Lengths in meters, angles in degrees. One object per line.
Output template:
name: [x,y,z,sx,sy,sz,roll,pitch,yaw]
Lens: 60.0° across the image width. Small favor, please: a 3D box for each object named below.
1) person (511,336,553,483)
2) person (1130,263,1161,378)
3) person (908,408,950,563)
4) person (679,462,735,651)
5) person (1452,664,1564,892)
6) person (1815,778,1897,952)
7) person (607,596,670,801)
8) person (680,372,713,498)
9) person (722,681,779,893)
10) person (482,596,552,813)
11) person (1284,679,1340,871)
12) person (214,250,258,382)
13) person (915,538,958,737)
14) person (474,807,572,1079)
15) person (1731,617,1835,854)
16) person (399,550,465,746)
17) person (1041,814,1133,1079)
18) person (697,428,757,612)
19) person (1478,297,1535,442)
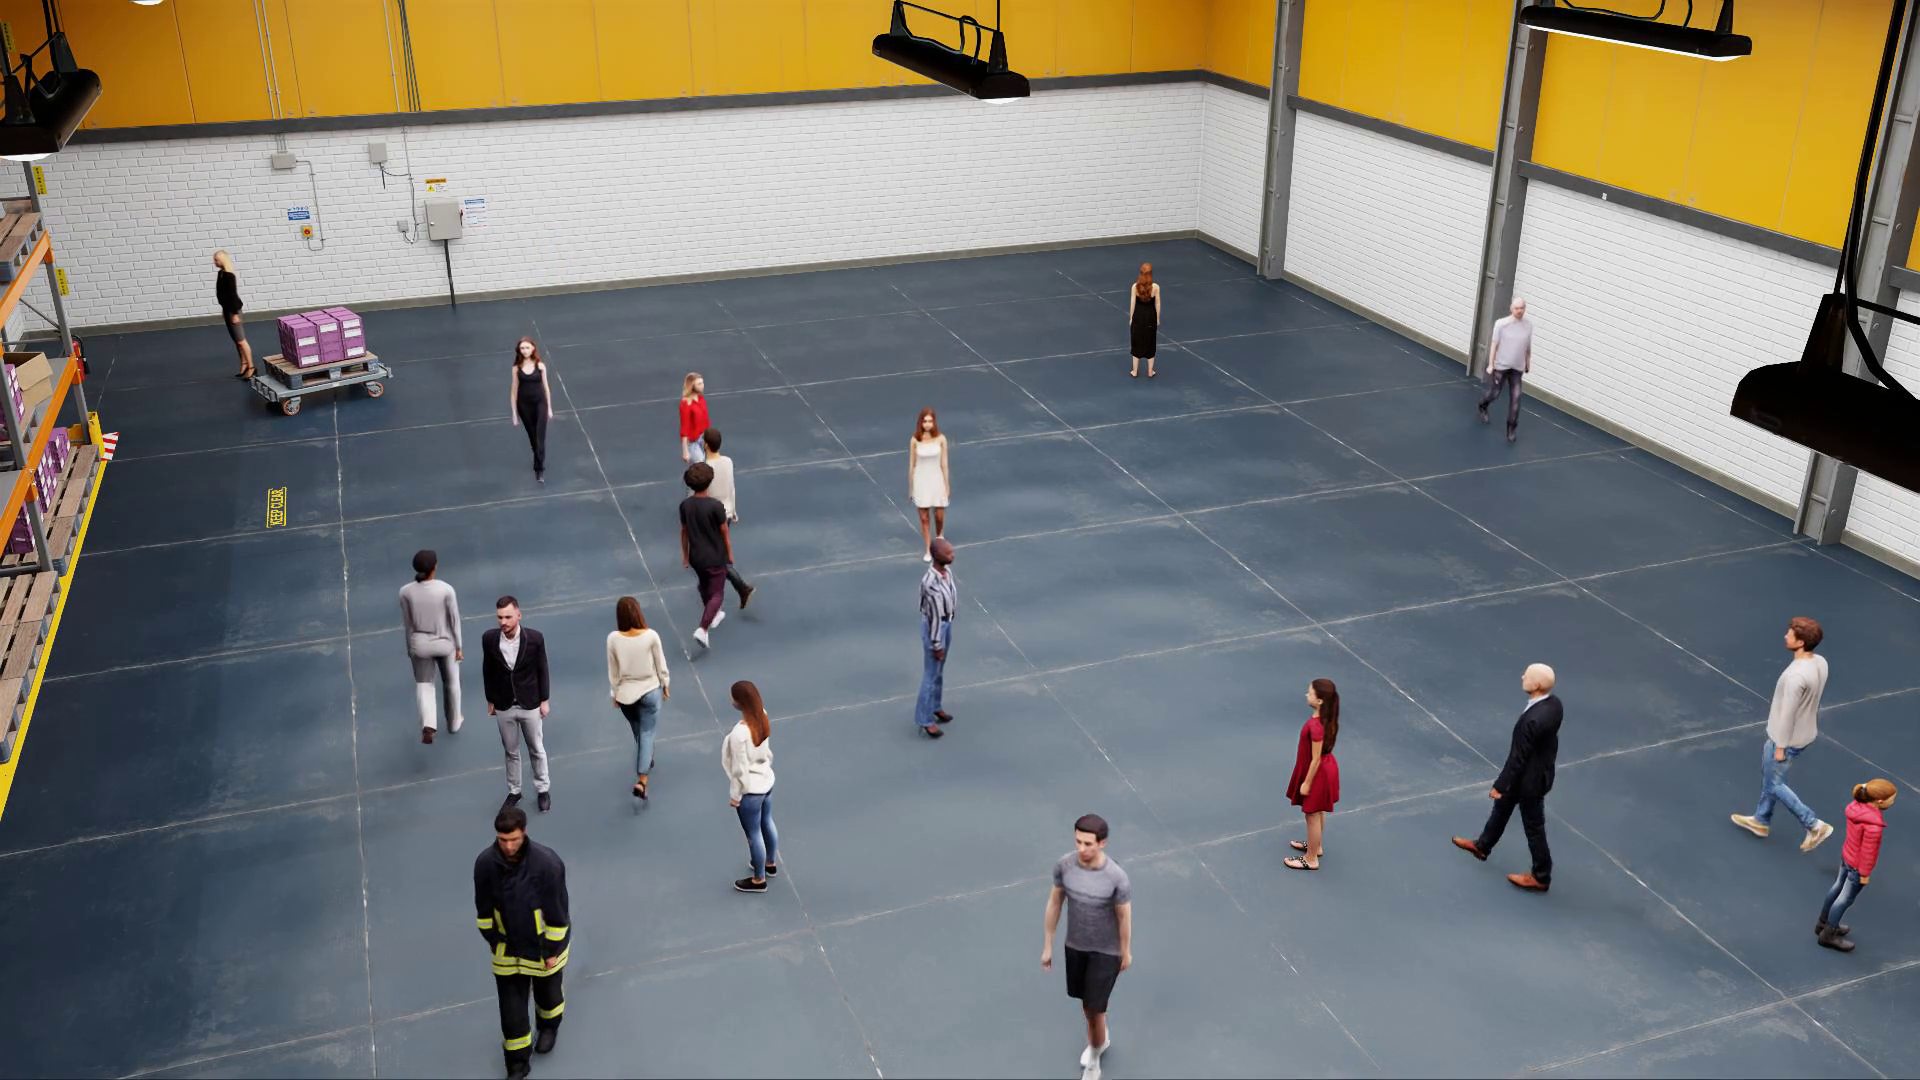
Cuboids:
person: [-5.073,-1.588,19.748,0.734,1.697,1.194,-4,24,-10]
person: [2.576,-3.079,23.247,0.666,1.625,0.691,2,24,3]
person: [-0.316,-0.618,17.523,0.719,1.701,0.785,3,24,7]
person: [-2.404,0.156,15.686,1.040,1.755,1.166,8,25,17]
person: [4.206,1.752,12.016,1.128,1.769,1.041,12,26,26]
person: [6.181,2.226,11.506,0.644,1.310,0.568,6,24,14]
person: [-2.575,1.283,13.257,0.854,1.635,1.174,0,24,0]
person: [-3.019,-1.064,18.550,0.847,1.695,0.782,9,25,19]
person: [-1.499,1.773,12.062,0.763,1.694,0.690,9,25,19]
person: [-3.457,1.267,13.032,0.714,1.844,0.664,-1,24,-3]
person: [2.651,1.719,12.360,0.739,1.554,0.679,9,25,19]
person: [-10.063,-3.112,23.057,0.735,1.838,0.610,-20,31,-39]
person: [-0.204,0.806,14.154,0.774,1.791,0.683,7,24,15]
person: [-2.664,2.399,10.378,0.932,1.897,1.071,-1,24,-2]
person: [6.300,1.497,12.461,0.899,1.880,1.097,-20,31,-38]
person: [-4.441,0.926,13.973,0.775,1.716,0.969,-2,24,-5]
person: [0.874,2.455,10.303,0.914,1.852,0.947,14,27,29]
person: [-2.334,-0.180,16.344,1.239,1.842,1.043,18,29,35]
person: [6.910,-2.217,21.061,0.972,1.797,1.255,-1,24,-2]
